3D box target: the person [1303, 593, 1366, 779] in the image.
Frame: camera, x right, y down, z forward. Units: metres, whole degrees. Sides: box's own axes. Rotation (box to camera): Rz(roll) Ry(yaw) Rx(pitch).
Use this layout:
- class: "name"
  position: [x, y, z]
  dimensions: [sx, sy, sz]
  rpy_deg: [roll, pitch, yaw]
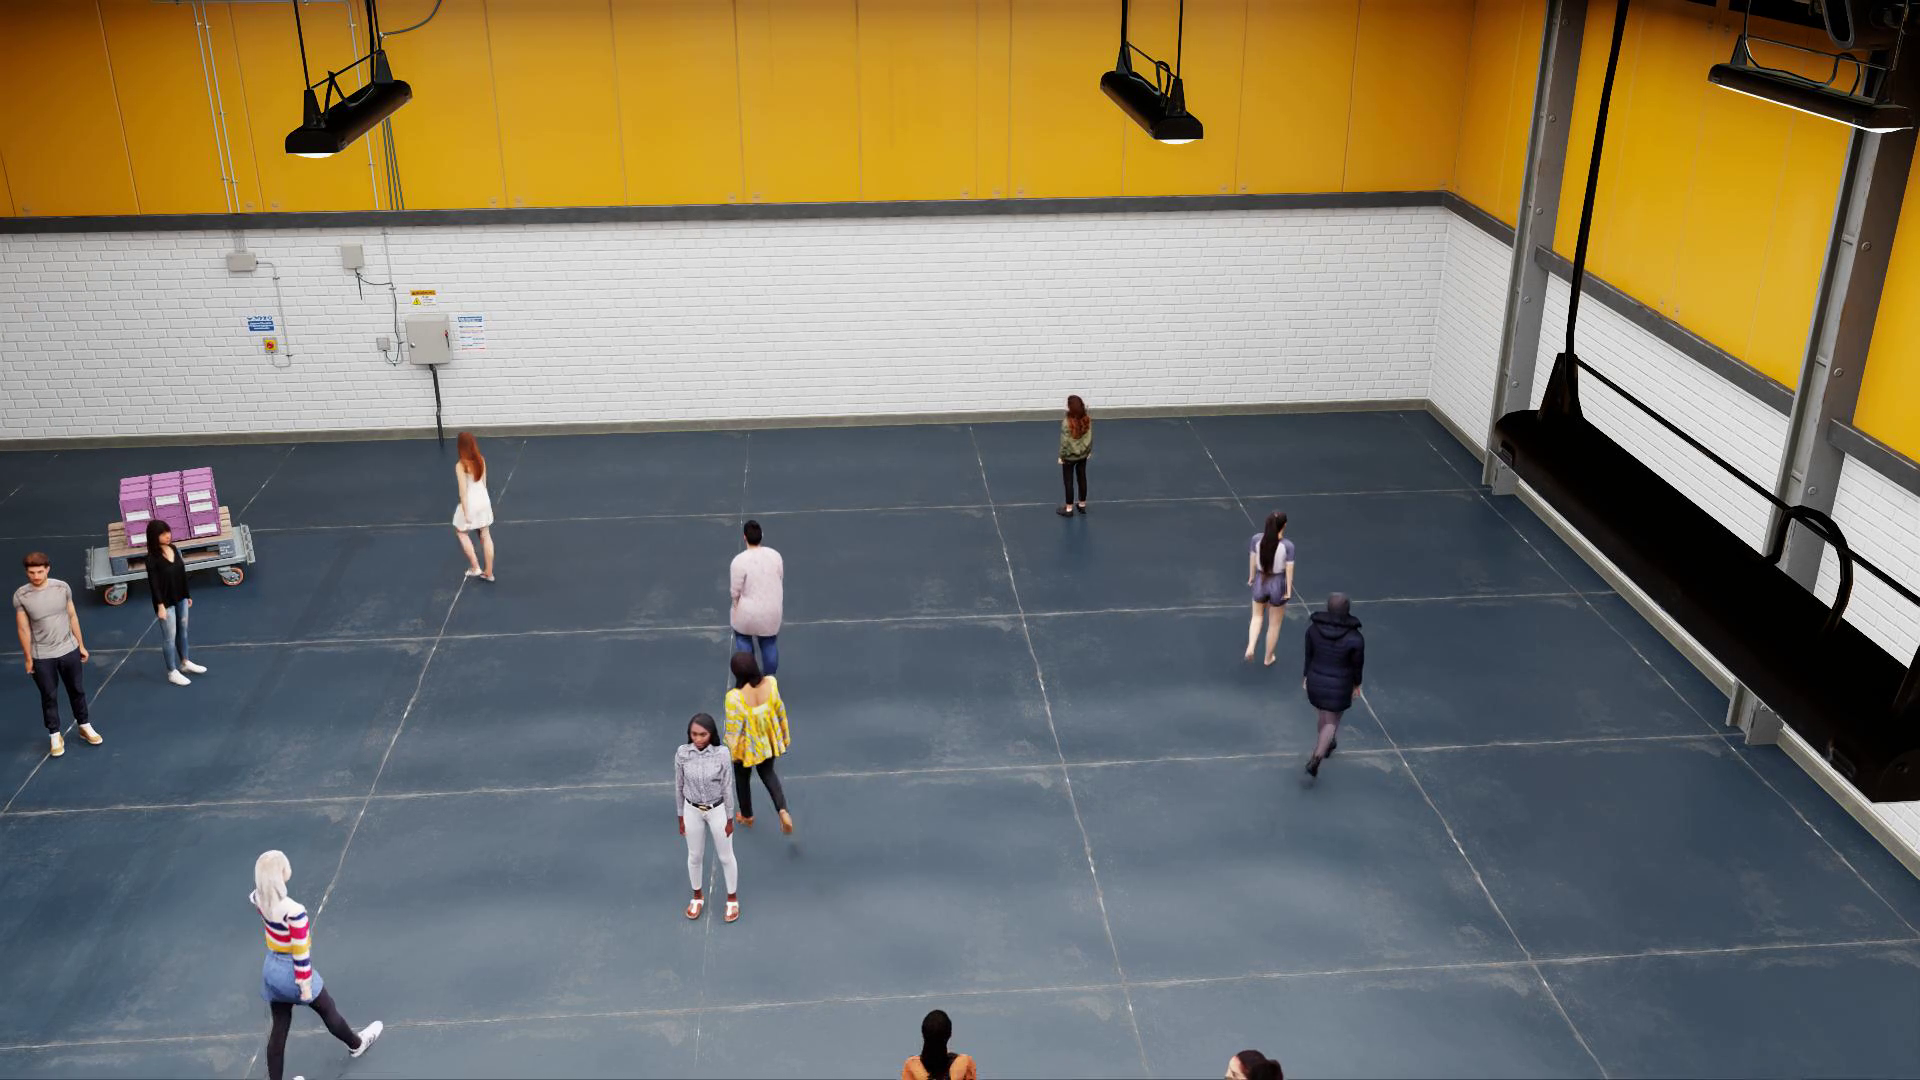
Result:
- class: "person"
  position: [3.139, 1.251, 14.186]
  dimensions: [1.036, 1.654, 1.152]
  rpy_deg: [14, 27, 30]

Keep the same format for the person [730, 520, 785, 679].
- class: "person"
  position: [-1.854, 0.656, 15.456]
  dimensions: [0.789, 1.728, 0.777]
  rpy_deg: [-10, 26, -22]

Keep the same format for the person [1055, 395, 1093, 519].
- class: "person"
  position: [1.362, -1.005, 19.572]
  dimensions: [0.663, 1.474, 0.647]
  rpy_deg: [-11, 26, -23]

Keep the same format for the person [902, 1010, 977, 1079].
- class: "person"
  position: [-0.109, 3.373, 9.335]
  dimensions: [0.610, 1.653, 0.609]
  rpy_deg: [1, 24, 2]

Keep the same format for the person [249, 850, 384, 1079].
- class: "person"
  position: [-4.312, 2.797, 10.507]
  dimensions: [1.037, 1.769, 1.168]
  rpy_deg: [14, 27, 29]

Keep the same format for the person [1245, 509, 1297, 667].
- class: "person"
  position: [2.942, 0.495, 15.932]
  dimensions: [0.764, 1.641, 0.824]
  rpy_deg: [13, 27, 27]

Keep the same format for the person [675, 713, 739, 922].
- class: "person"
  position: [-1.870, 2.033, 12.313]
  dimensions: [0.621, 1.722, 0.562]
  rpy_deg: [2, 24, 5]

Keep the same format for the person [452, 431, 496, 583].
- class: "person"
  position: [-5.124, -0.338, 17.767]
  dimensions: [0.759, 1.699, 0.700]
  rpy_deg: [19, 30, 37]

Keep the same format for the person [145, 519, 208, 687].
- class: "person"
  position: [-7.492, 0.561, 15.777]
  dimensions: [0.695, 1.645, 0.551]
  rpy_deg: [5, 24, 11]

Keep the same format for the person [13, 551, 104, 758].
- class: "person"
  position: [-7.938, 0.961, 14.557]
  dimensions: [0.738, 1.890, 0.758]
  rpy_deg: [-18, 30, -36]

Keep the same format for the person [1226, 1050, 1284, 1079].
- class: "person"
  position: [1.564, 3.462, 9.100]
  dimensions: [0.748, 1.677, 0.611]
  rpy_deg: [-9, 25, -20]

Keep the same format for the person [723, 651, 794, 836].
- class: "person"
  position: [-1.602, 1.658, 13.285]
  dimensions: [0.948, 1.632, 1.061]
  rpy_deg: [-16, 28, -33]
